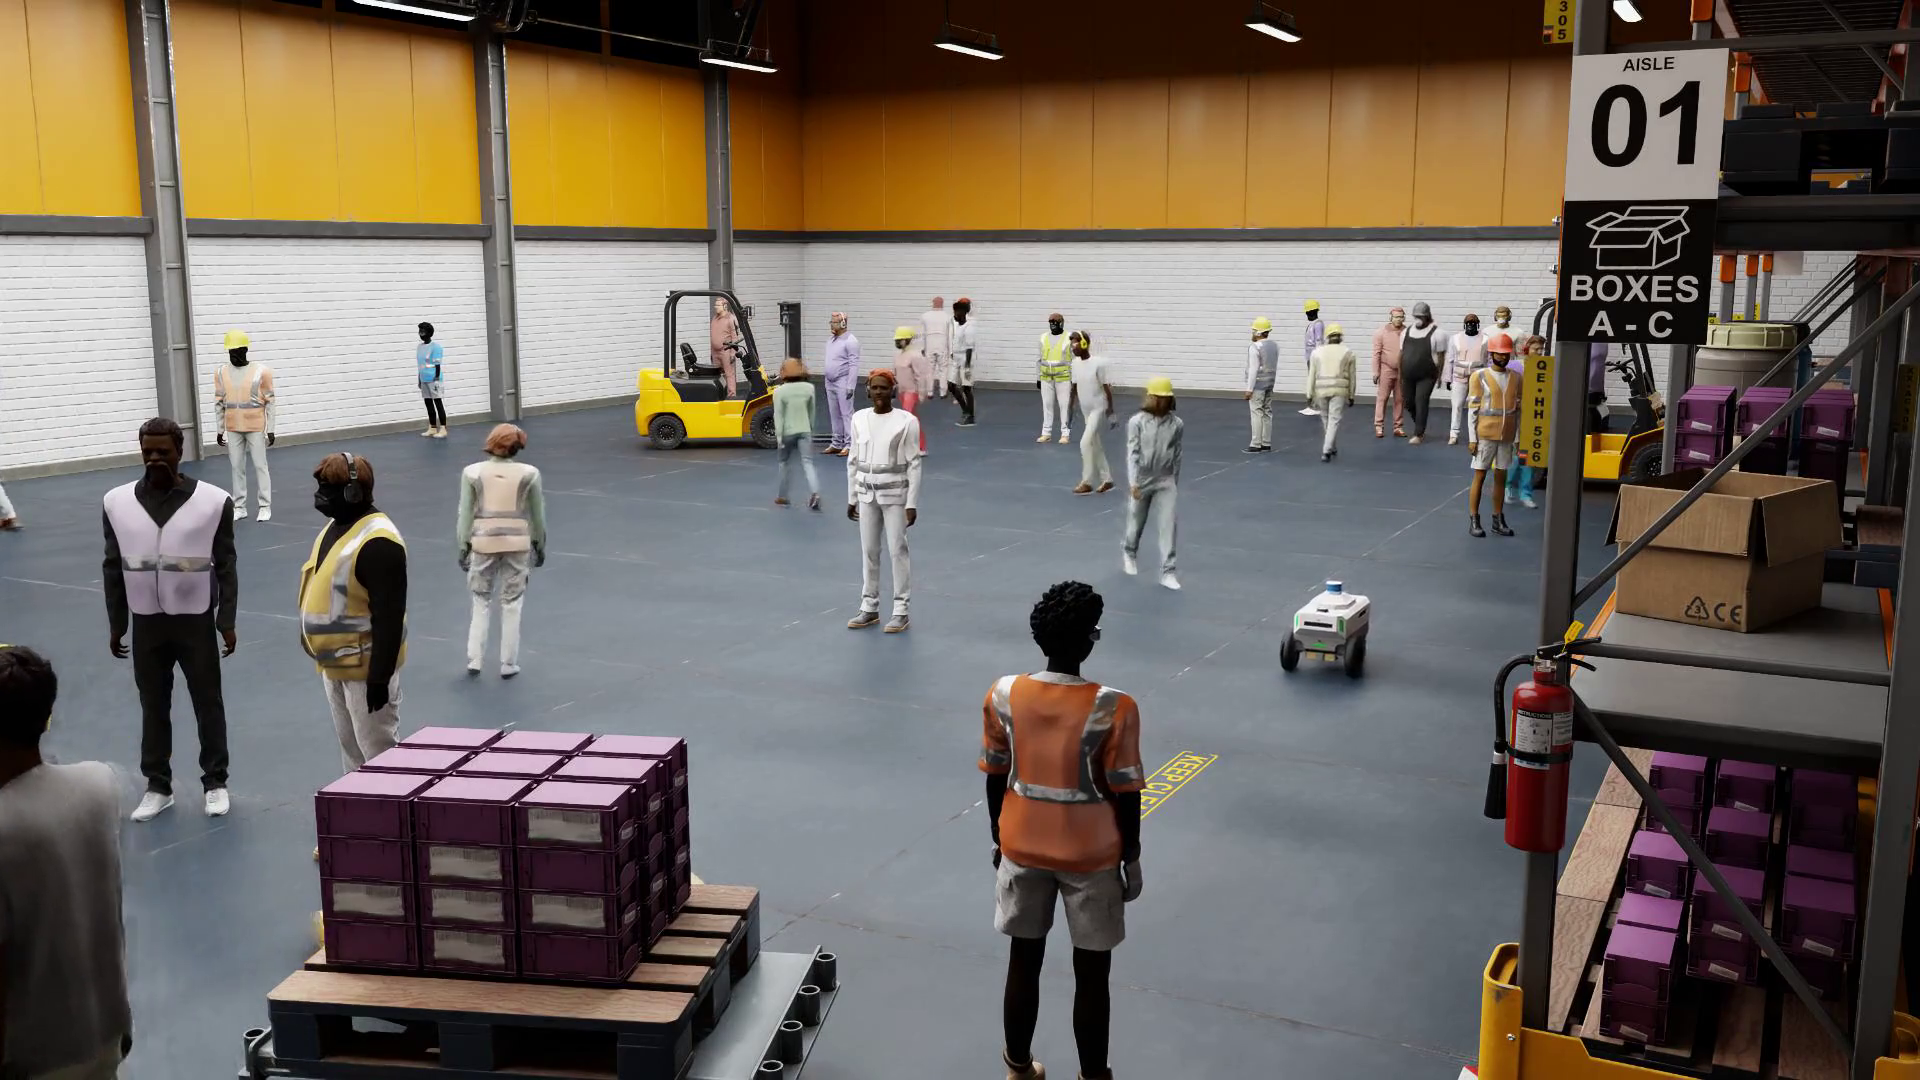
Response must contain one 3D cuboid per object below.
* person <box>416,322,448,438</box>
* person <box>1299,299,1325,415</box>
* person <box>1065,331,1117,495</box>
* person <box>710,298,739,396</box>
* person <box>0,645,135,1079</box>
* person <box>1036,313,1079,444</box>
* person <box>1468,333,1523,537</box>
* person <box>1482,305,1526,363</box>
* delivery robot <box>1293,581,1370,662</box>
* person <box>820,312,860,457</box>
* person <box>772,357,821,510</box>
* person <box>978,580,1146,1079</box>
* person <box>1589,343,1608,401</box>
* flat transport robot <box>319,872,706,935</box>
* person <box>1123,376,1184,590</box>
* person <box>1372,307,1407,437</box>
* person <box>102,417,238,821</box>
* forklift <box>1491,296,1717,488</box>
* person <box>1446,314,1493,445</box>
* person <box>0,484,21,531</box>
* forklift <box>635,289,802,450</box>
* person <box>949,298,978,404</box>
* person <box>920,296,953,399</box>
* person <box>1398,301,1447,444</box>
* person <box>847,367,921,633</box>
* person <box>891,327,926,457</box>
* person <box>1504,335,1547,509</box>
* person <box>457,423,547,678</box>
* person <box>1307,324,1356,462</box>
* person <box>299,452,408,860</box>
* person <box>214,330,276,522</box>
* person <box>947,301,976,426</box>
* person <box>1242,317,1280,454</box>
[{"bbox_3d":[-7.712,-2.325,24.200,0.534,1.691,0.320,8,12,38],"label":"person"},{"bbox_3d":[5.855,-3.029,27.627,0.381,1.917,0.585,0,10,2],"label":"person"},{"bbox_3d":[1.436,-1.405,18.491,0.820,1.822,0.537,-6,12,-33],"label":"person"},{"bbox_3d":[-4.148,-3.269,29.048,0.640,1.909,0.409,8,13,40],"label":"person"},{"bbox_3d":[-2.002,1.134,3.725,0.439,1.853,0.528,2,10,14],"label":"person"},{"bbox_3d":[1.355,-2.276,23.485,0.637,1.842,0.429,5,11,26],"label":"person"},{"bbox_3d":[5.084,-0.992,15.775,0.545,1.938,0.362,-2,10,-11],"label":"person"},{"bbox_3d":[7.743,-2.386,23.838,0.635,1.937,0.354,4,11,22],"label":"person"},{"bbox_3d":[2.419,0.511,10.800,0.477,0.478,0.707,5,11,27],"label":"delivery robot"},{"bbox_3d":[-1.606,-2.065,22.074,0.410,1.909,0.643,-8,13,-39],"label":"person"},{"bbox_3d":[-1.716,-1.122,17.496,0.499,1.601,0.791,-5,11,-26],"label":"person"},{"bbox_3d":[0.322,0.963,5.147,0.541,1.696,0.315,5,11,26],"label":"person"},{"bbox_3d":[7.825,-1.841,20.687,0.635,1.936,0.354,-7,12,-37],"label":"person"},{"bbox_3d":[-1.736,1.424,6.605,1.431,0.197,0.652,-6,11,-30],"label":"flat transport robot"},{"bbox_3d":[1.573,-0.498,13.584,0.484,1.708,0.843,-2,10,-10],"label":"person"},{"bbox_3d":[6.340,-2.442,24.264,0.651,1.904,0.401,-1,10,-8],"label":"person"},{"bbox_3d":[-3.746,0.370,7.934,0.592,1.922,0.392,-2,10,-12],"label":"person"},{"bbox_3d":[7.296,-1.677,18.993,2.313,2.155,1.214,5,11,27],"label":"forklift"},{"bbox_3d":[7.116,-2.236,23.251,0.635,1.842,0.429,3,10,18],"label":"person"},{"bbox_3d":[-9.479,-0.970,15.857,0.868,1.890,0.651,-1,10,-5],"label":"person"},{"bbox_3d":[-3.358,-2.392,23.136,2.313,2.155,1.214,-1,10,-5],"label":"forklift"},{"bbox_3d":[0.069,-3.377,29.738,0.578,1.880,0.346,6,12,32],"label":"person"},{"bbox_3d":[-0.401,-3.554,30.763,0.660,1.888,0.400,1,10,9],"label":"person"},{"bbox_3d":[6.562,-2.403,23.643,0.687,2.000,0.769,8,13,39],"label":"person"},{"bbox_3d":[-0.555,-0.284,11.834,0.584,1.882,0.349,5,11,28],"label":"person"},{"bbox_3d":[-0.765,-1.890,21.583,0.882,1.724,0.536,-7,12,-34],"label":"person"},{"bbox_3d":[5.975,-1.246,17.526,0.605,1.831,0.435,-2,10,-11],"label":"person"},{"bbox_3d":[-2.898,0.066,10.572,0.536,1.611,0.442,-2,10,-11],"label":"person"},{"bbox_3d":[4.814,-1.901,21.575,0.602,1.766,0.927,5,11,25],"label":"person"},{"bbox_3d":[-2.612,0.539,7.192,0.429,1.844,0.623,-8,13,-40],"label":"person"},{"bbox_3d":[-7.151,-1.134,16.623,0.594,1.924,0.381,0,10,1],"label":"person"},{"bbox_3d":[0.050,-2.723,25.750,0.450,1.948,0.625,-3,10,-19],"label":"person"},{"bbox_3d":[4.020,-2.071,22.311,0.404,1.836,0.598,9,13,42],"label":"person"}]
